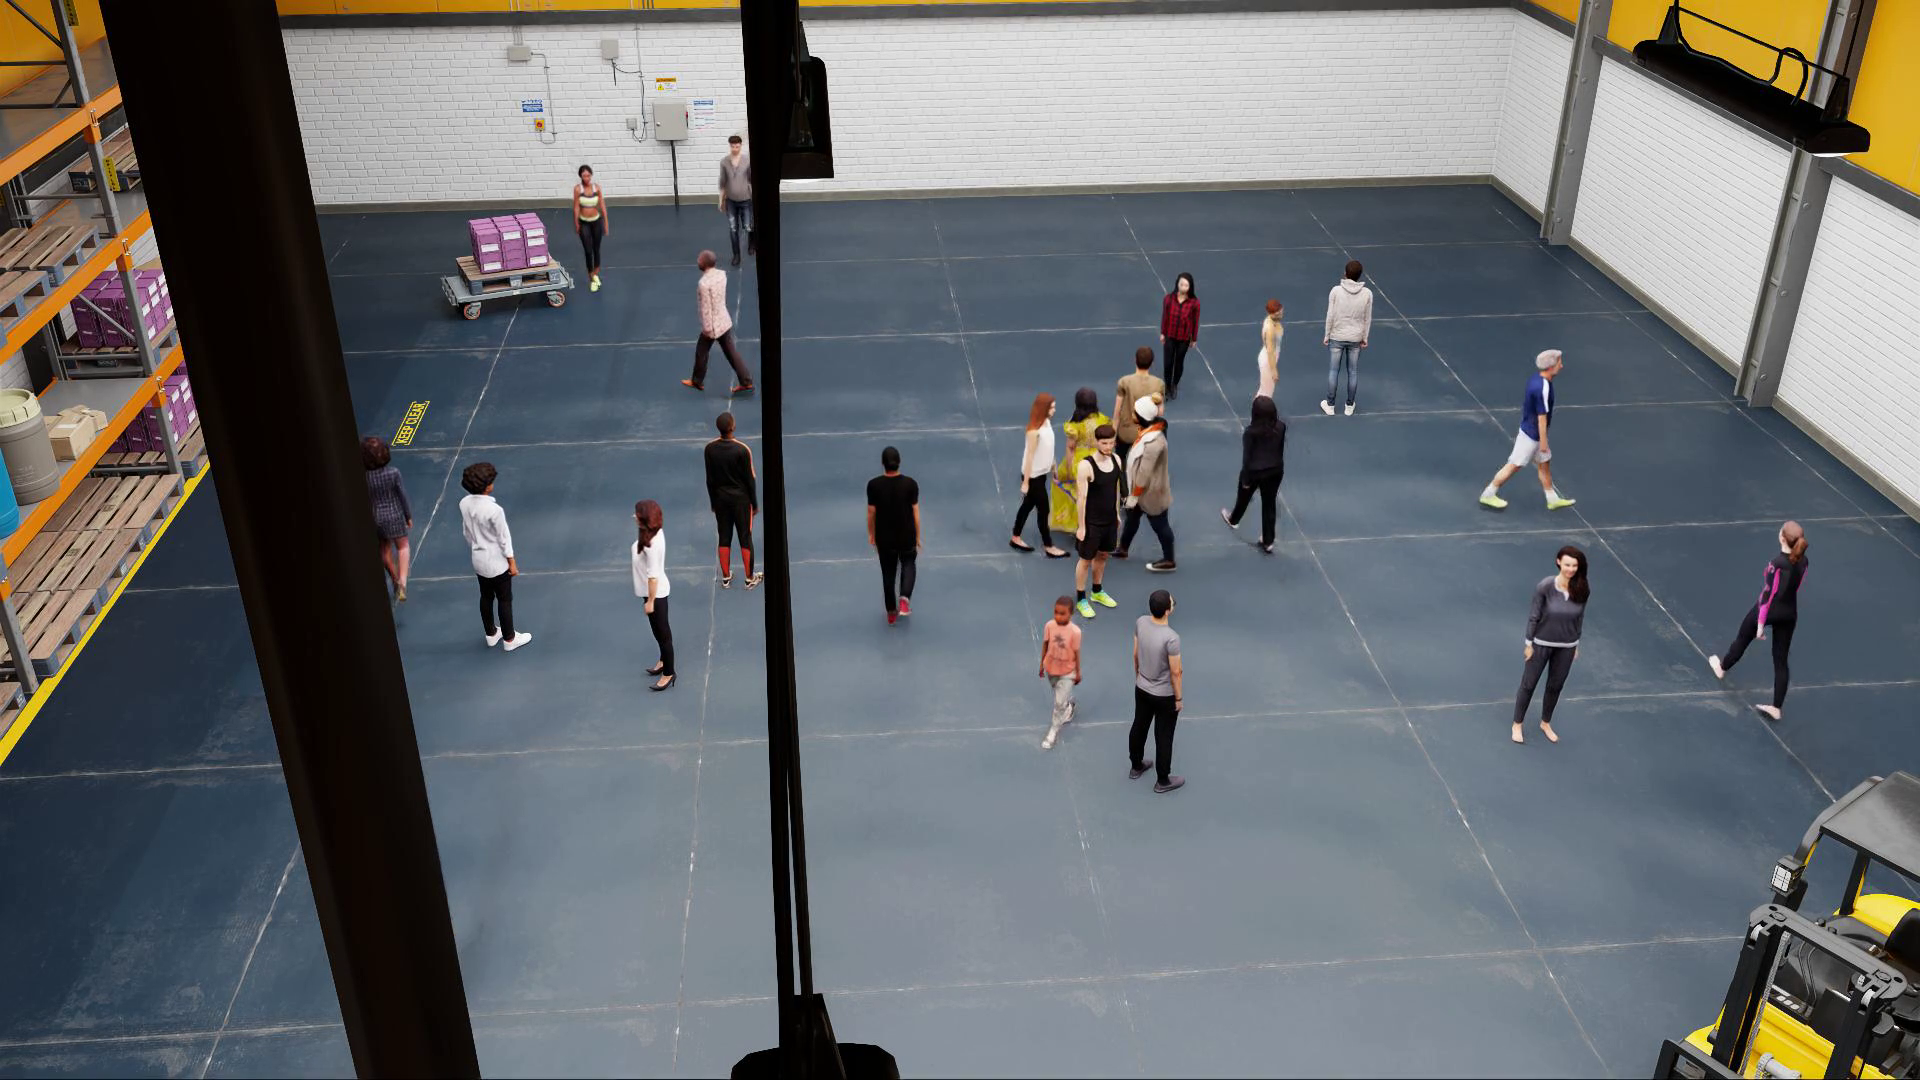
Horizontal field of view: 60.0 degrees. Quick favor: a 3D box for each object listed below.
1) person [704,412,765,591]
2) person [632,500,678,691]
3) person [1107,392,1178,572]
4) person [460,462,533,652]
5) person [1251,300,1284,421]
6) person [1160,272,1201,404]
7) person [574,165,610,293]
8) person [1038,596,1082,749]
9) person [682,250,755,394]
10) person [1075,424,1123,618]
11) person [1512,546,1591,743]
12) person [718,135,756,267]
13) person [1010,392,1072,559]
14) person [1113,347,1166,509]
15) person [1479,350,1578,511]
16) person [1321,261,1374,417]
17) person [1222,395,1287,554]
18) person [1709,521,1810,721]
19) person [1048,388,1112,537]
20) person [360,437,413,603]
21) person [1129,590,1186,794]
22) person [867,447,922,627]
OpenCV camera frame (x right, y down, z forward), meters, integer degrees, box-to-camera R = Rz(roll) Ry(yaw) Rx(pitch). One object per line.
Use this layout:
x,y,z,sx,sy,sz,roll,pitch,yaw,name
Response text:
-2.150,-0.374,15.707,0.682,1.808,0.627,5,29,9,person
-2.593,0.454,14.203,0.688,1.795,0.492,-6,29,-11,person
1.944,-0.535,15.944,0.769,1.863,0.908,-2,29,-3,person
-4.166,0.140,14.763,0.717,1.809,0.733,15,32,25,person
3.499,-2.028,18.938,0.816,1.617,0.535,-4,29,-7,person
2.569,-2.424,19.652,0.678,1.628,0.721,5,29,9,person
-5.149,-4.385,23.137,0.728,1.733,0.917,-10,30,-18,person
0.857,1.017,13.686,0.808,1.300,0.937,17,33,28,person
-2.826,-2.539,19.711,1.162,1.774,1.237,13,31,22,person
1.273,-0.208,15.315,0.771,1.891,0.780,-22,36,-35,person
4.810,0.837,13.528,0.613,1.767,0.518,-1,29,-2,person
-3.172,-4.926,23.972,0.811,1.884,0.904,3,29,6,person
0.657,-0.648,16.331,0.914,1.691,0.947,12,31,21,person
1.809,-1.050,16.916,0.679,1.837,0.598,-3,29,-6,person
5.786,-1.090,17.037,0.976,1.791,1.215,7,29,12,person
4.471,-2.345,19.272,0.696,1.853,0.595,1,29,1,person
3.015,-0.615,16.389,0.853,1.577,1.094,-11,30,-19,person
6.824,0.702,13.845,0.602,1.702,1.104,-4,29,-7,person
1.276,-0.695,16.467,0.916,1.642,0.901,-14,32,-24,person
-5.318,-0.134,15.393,0.706,1.688,0.873,-7,29,-13,person
1.533,1.154,12.961,0.762,1.755,0.678,-24,36,-36,person
-0.589,0.009,15.071,0.676,1.744,0.648,1,29,2,person
